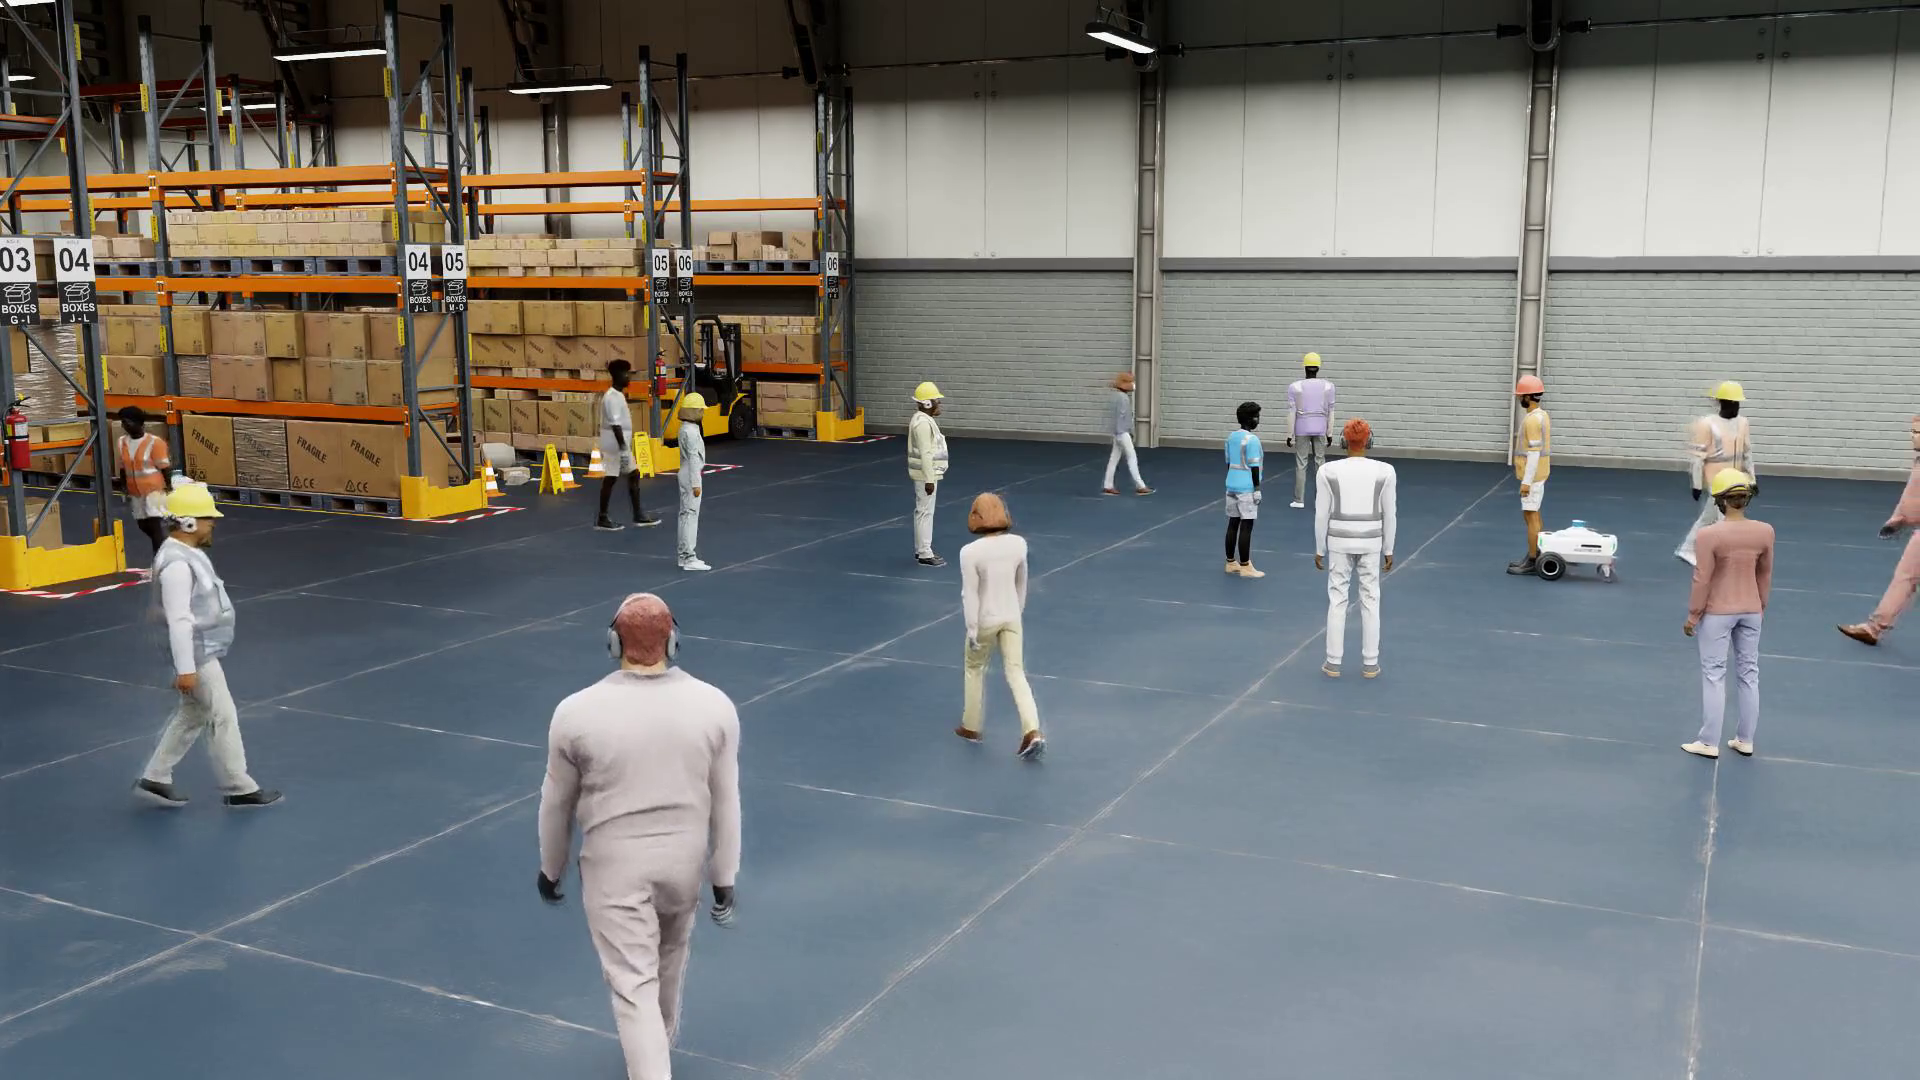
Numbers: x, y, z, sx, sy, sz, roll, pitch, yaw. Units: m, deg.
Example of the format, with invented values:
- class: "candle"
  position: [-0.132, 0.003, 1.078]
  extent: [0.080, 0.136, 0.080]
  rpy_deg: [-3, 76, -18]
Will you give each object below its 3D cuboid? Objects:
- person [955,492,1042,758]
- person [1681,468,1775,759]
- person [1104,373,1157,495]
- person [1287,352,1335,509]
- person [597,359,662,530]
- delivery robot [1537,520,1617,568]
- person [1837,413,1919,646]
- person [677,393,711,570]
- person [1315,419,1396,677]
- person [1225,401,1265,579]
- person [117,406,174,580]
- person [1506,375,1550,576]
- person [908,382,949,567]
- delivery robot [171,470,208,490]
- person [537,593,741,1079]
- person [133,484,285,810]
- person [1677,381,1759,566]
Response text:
- class: "person"
  position: [0.236, 0.508, 10.148]
  extent: [0.497, 1.600, 0.808]
  rpy_deg: [-5, 10, -27]
- class: "person"
  position: [4.629, 0.446, 10.048]
  extent: [0.523, 1.759, 0.332]
  rpy_deg: [-2, 9, -10]
- class: "person"
  position: [2.234, -1.368, 21.610]
  extent: [0.776, 1.597, 0.527]
  rpy_deg: [1, 9, 7]
- class: "person"
  position: [4.305, -1.339, 20.467]
  extent: [0.587, 1.927, 0.369]
  rpy_deg: [0, 9, -3]
- class: "person"
  position: [-3.737, -1.065, 18.740]
  extent: [0.840, 1.932, 0.645]
  rpy_deg: [-1, 9, -4]
- class: "delivery robot"
  position: [5.872, 0.055, 15.833]
  extent: [0.707, 0.478, 0.477]
  rpy_deg: [3, 10, 17]
- class: "person"
  position: [7.424, -0.065, 12.895]
  extent: [1.006, 1.849, 0.656]
  rpy_deg: [5, 10, 27]
- class: "person"
  position: [-2.623, -0.578, 16.375]
  extent: [0.325, 1.740, 0.492]
  rpy_deg: [-3, 10, -19]
- class: "person"
  position: [2.848, 0.061, 12.017]
  extent: [0.575, 1.885, 0.355]
  rpy_deg: [1, 9, 9]
- class: "person"
  position: [2.722, -0.478, 15.913]
  extent: [0.320, 1.691, 0.531]
  rpy_deg: [-3, 10, -20]
- class: "person"
  position: [-7.768, -0.478, 16.009]
  extent: [0.584, 1.659, 0.660]
  rpy_deg: [2, 9, 12]
- class: "person"
  position: [5.486, -0.621, 16.043]
  extent: [0.376, 1.934, 0.547]
  rpy_deg: [5, 10, 26]
- class: "person"
  position: [-0.315, -0.653, 16.542]
  extent: [0.404, 1.837, 0.592]
  rpy_deg: [-1, 9, -6]
- class: "delivery robot"
  position: [-9.293, -0.590, 19.786]
  extent: [0.707, 0.478, 0.477]
  rpy_deg: [5, 11, 29]
- class: "person"
  position: [-1.094, 1.104, 5.709]
  extent: [0.652, 1.858, 0.997]
  rpy_deg: [-4, 10, -25]
- class: "person"
  position: [-4.152, 0.591, 9.017]
  extent: [0.754, 1.806, 0.608]
  rpy_deg: [-3, 10, -21]
- class: "person"
  position: [7.409, -0.614, 16.198]
  extent: [0.605, 1.880, 0.984]
  rpy_deg: [-4, 10, -25]
